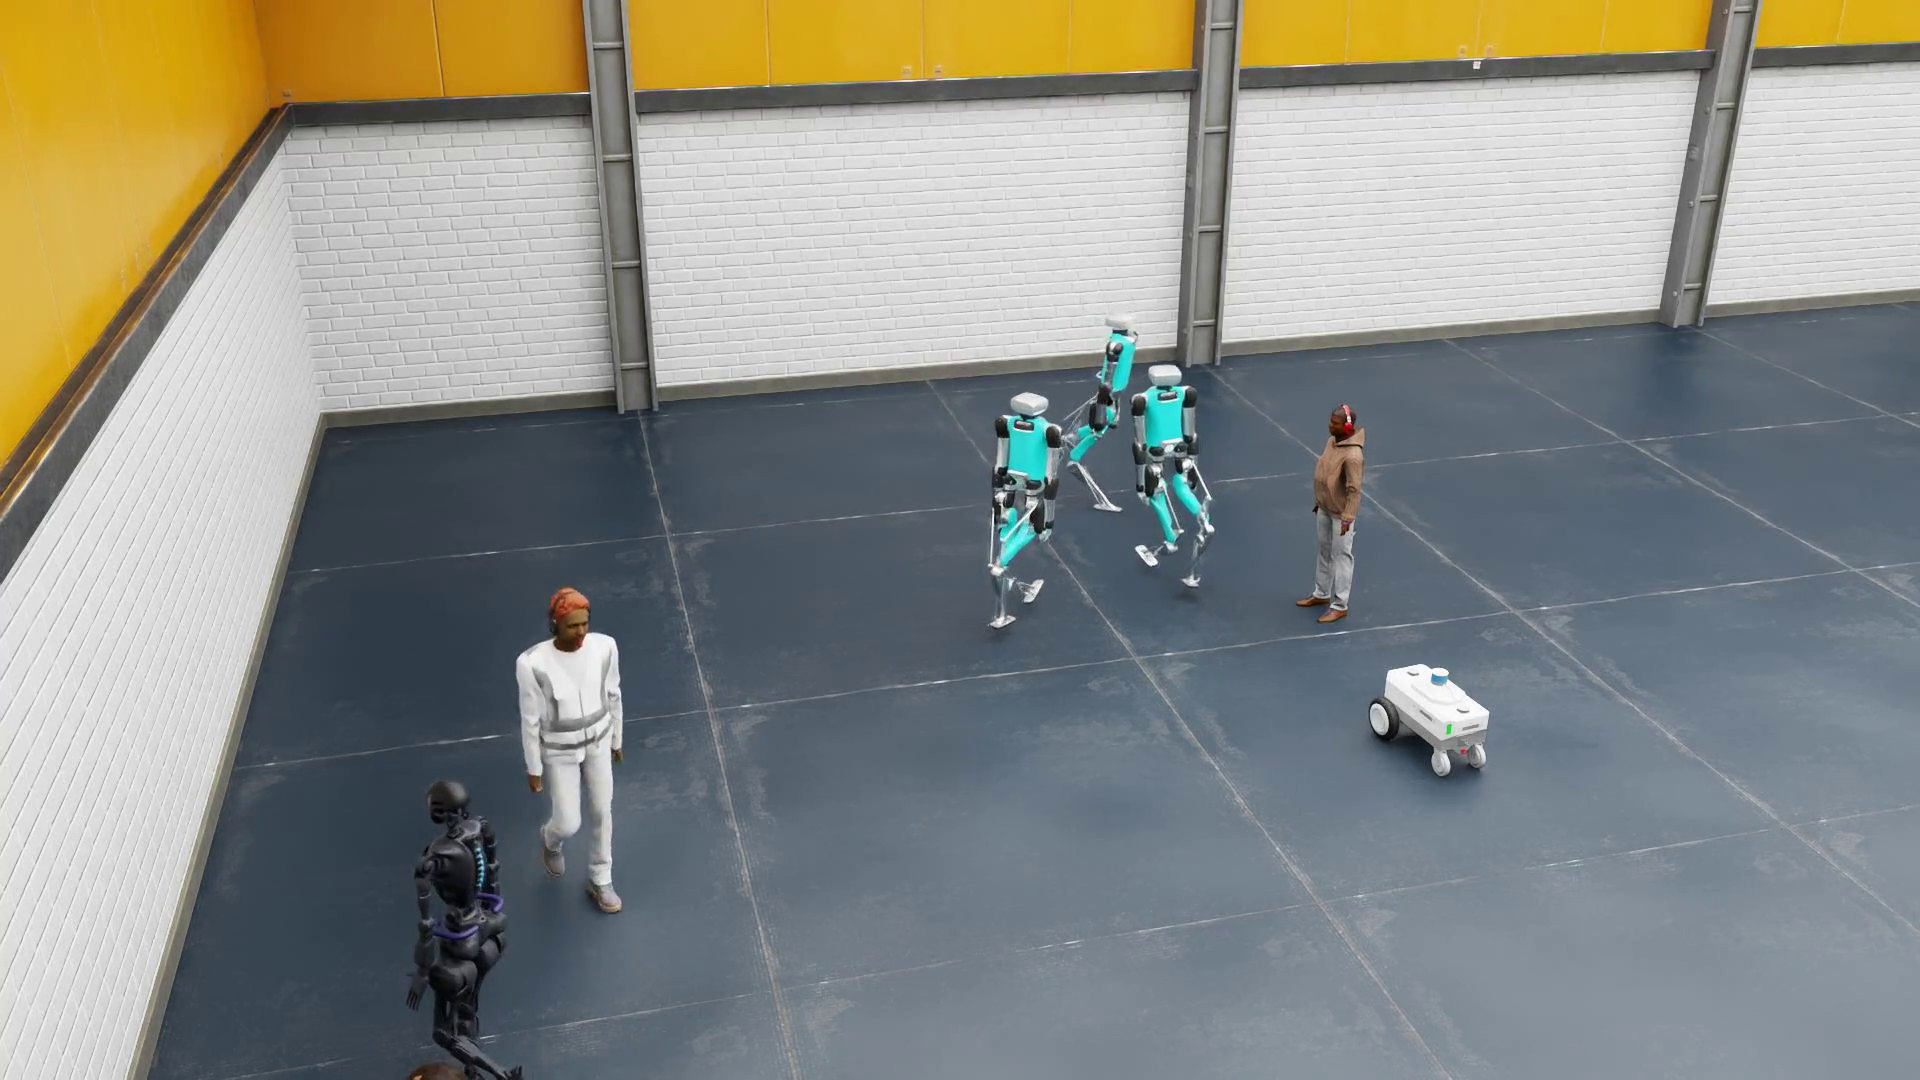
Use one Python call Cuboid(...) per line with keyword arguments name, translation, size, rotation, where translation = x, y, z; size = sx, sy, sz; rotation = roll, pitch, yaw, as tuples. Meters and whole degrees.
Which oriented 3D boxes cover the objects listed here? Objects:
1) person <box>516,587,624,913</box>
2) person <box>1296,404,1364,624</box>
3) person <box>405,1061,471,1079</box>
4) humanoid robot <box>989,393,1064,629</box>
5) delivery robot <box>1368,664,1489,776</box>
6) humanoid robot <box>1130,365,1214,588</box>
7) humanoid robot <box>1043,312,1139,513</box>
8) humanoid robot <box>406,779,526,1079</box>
Cuboid(name="person", translation=(-2.063, 1.102, 8.872), size=(0.596, 1.869, 0.527), rotation=(-16, 29, -33))
Cuboid(name="person", translation=(2.746, -0.204, 12.104), size=(0.333, 1.651, 0.458), rotation=(-8, 25, -17))
Cuboid(name="person", translation=(-1.691, 2.518, 5.774), size=(0.378, 1.775, 0.467), rotation=(-10, 26, -21))
Cuboid(name="humanoid robot", translation=(0.353, -0.131, 11.857), size=(0.545, 1.724, 1.028), rotation=(15, 28, 30))
Cuboid(name="delivery robot", translation=(2.990, 1.092, 10.549), size=(0.499, 0.614, 0.791), rotation=(-9, 25, -19))
Cuboid(name="humanoid robot", translation=(1.630, -0.387, 12.456), size=(0.552, 1.738, 1.047), rotation=(-8, 25, -18))
Cuboid(name="humanoid robot", translation=(0.990, -1.084, 14.042), size=(0.986, 1.774, 0.555), rotation=(10, 26, 21))
Cuboid(name="humanoid robot", translation=(-2.222, 1.825, 7.495), size=(0.501, 1.637, 0.610), rotation=(9, 25, 19))
